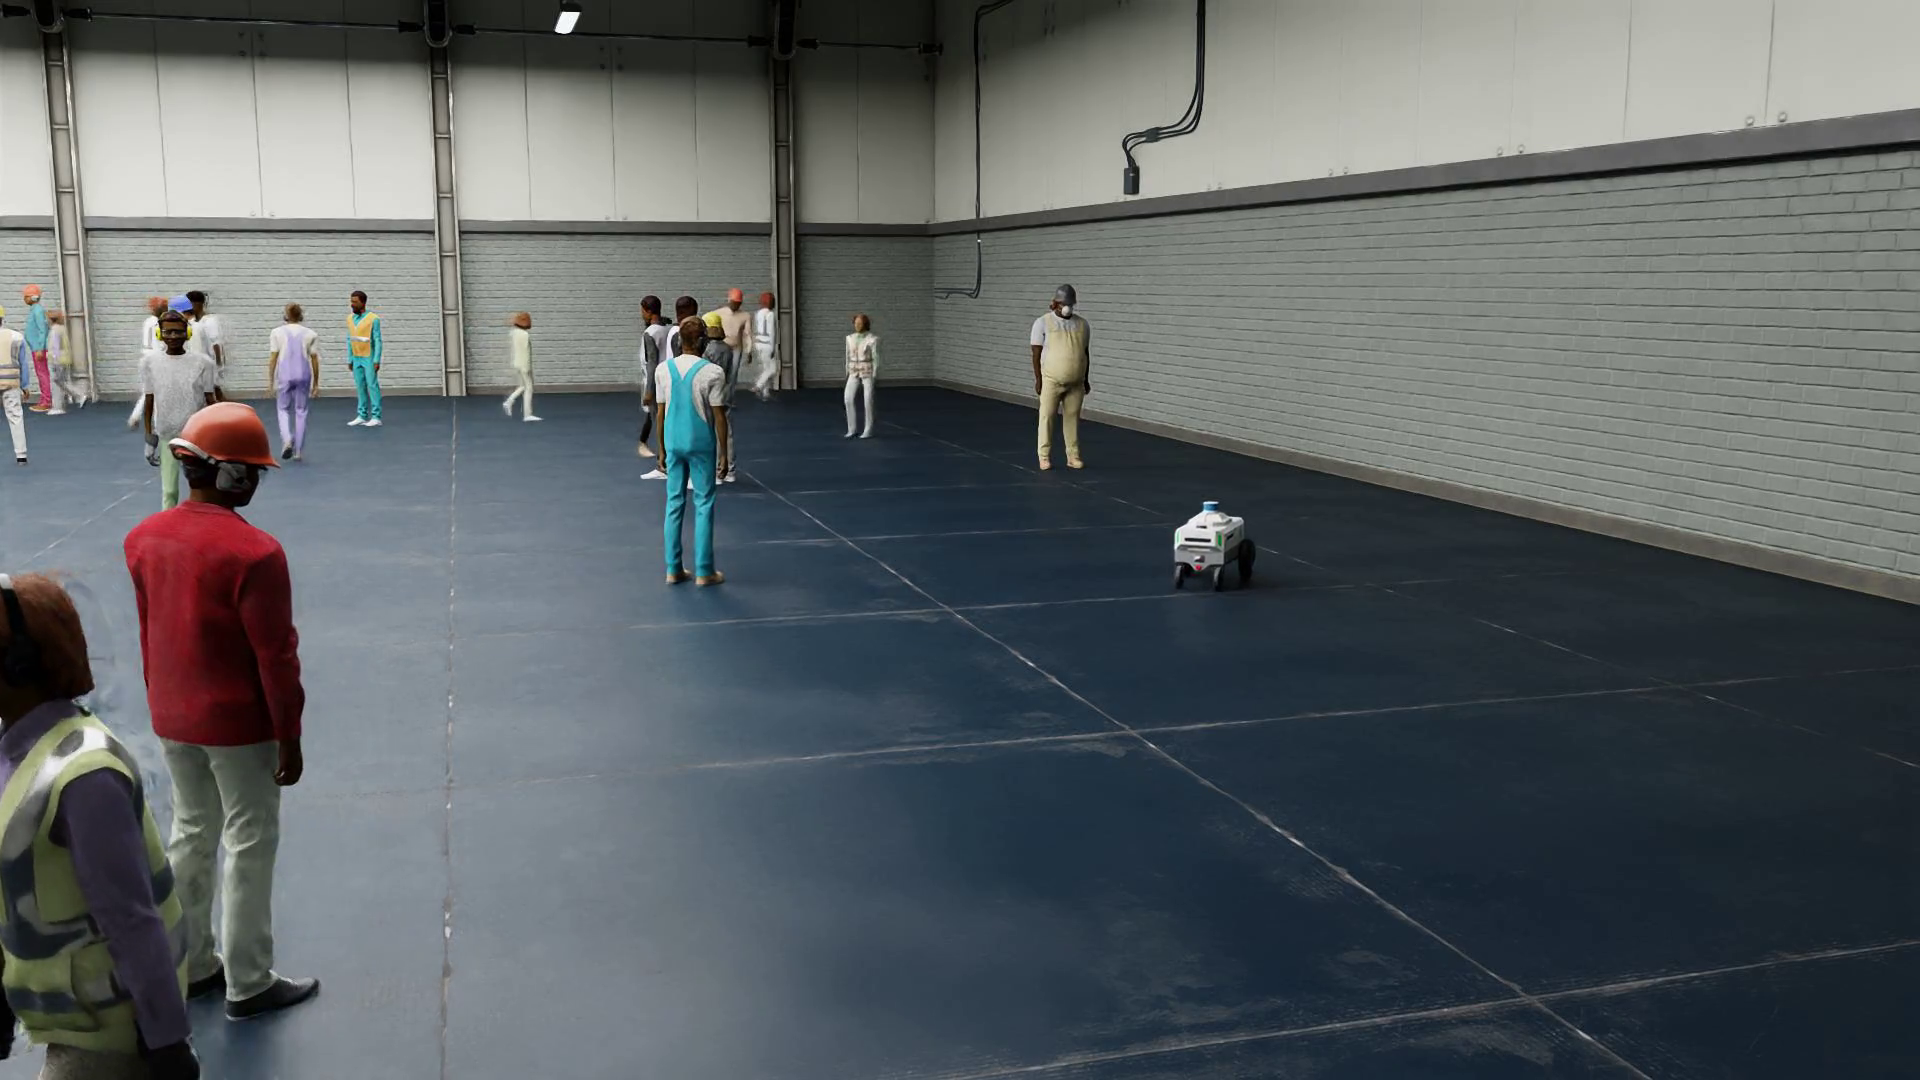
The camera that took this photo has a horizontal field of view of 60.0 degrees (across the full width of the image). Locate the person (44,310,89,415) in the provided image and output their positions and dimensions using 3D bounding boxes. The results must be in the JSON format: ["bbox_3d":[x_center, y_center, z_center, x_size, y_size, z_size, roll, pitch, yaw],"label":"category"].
[{"bbox_3d":[-13.830,-2.736,25.614,0.518,1.617,0.527,-3,9,-18],"label":"person"}]

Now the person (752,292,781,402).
[{"bbox_3d":[-3.271,-3.242,28.058,0.472,1.871,0.583,-6,10,-32],"label":"person"}]

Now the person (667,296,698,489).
[{"bbox_3d":[-2.768,-1.467,16.568,0.389,1.915,0.596,-1,9,-9],"label":"person"}]

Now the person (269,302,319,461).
[{"bbox_3d":[-7.626,-1.813,19.066,0.540,1.823,0.405,-4,10,-25],"label":"person"}]

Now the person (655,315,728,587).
[{"bbox_3d":[-1.806,-0.592,11.250,0.517,1.836,0.349,2,9,14],"label":"person"}]

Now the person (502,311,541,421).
[{"bbox_3d":[-6.435,-2.541,24.369,0.451,1.613,0.513,-7,11,-39],"label":"person"}]

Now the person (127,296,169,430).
[{"bbox_3d":[-11.017,-2.385,22.626,0.618,1.860,0.613,-6,11,-35],"label":"person"}]

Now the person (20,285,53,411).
[{"bbox_3d":[-14.554,-3.023,26.242,0.388,1.992,0.622,-6,11,-34],"label":"person"}]

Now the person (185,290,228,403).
[{"bbox_3d":[-10.235,-2.380,22.355,0.983,1.913,0.617,-7,11,-38],"label":"person"}]

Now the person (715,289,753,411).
[{"bbox_3d":[-3.605,-3.004,26.356,0.630,1.915,0.994,-3,9,-16],"label":"person"}]

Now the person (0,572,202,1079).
[{"bbox_3d":[-1.522,0.828,2.960,0.875,1.589,0.524,-7,11,-39],"label":"person"}]

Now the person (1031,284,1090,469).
[{"bbox_3d":[1.142,-1.789,18.219,0.678,2.000,0.537,-3,9,-18],"label":"person"}]

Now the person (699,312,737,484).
[{"bbox_3d":[-2.502,-1.439,16.932,0.322,1.743,0.489,5,10,30],"label":"person"}]

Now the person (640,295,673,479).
[{"bbox_3d":[-3.135,-1.590,17.359,0.392,1.913,0.587,2,9,11],"label":"person"}]

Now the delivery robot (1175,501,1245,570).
[{"bbox_3d":[1.710,-0.021,11.364,0.477,0.478,0.707,4,10,22],"label":"delivery robot"}]

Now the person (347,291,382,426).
[{"bbox_3d":[-8.442,-2.573,23.611,0.590,1.919,0.394,5,10,27],"label":"person"}]

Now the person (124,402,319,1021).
[{"bbox_3d":[-2.056,0.483,4.698,0.575,1.737,0.353,4,10,25],"label":"person"}]

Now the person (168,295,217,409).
[{"bbox_3d":[-8.745,-1.848,19.093,0.688,1.891,0.633,-4,10,-22],"label":"person"}]

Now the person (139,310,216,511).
[{"bbox_3d":[-5.629,-0.729,12.038,0.510,1.863,0.326,-4,10,-22],"label":"person"}]

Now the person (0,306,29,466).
[{"bbox_3d":[-10.663,-1.721,18.450,0.603,1.830,0.404,-7,11,-38],"label":"person"}]

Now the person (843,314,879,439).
[{"bbox_3d":[-1.311,-2.111,21.574,0.540,1.619,0.560,5,10,27],"label":"person"}]
